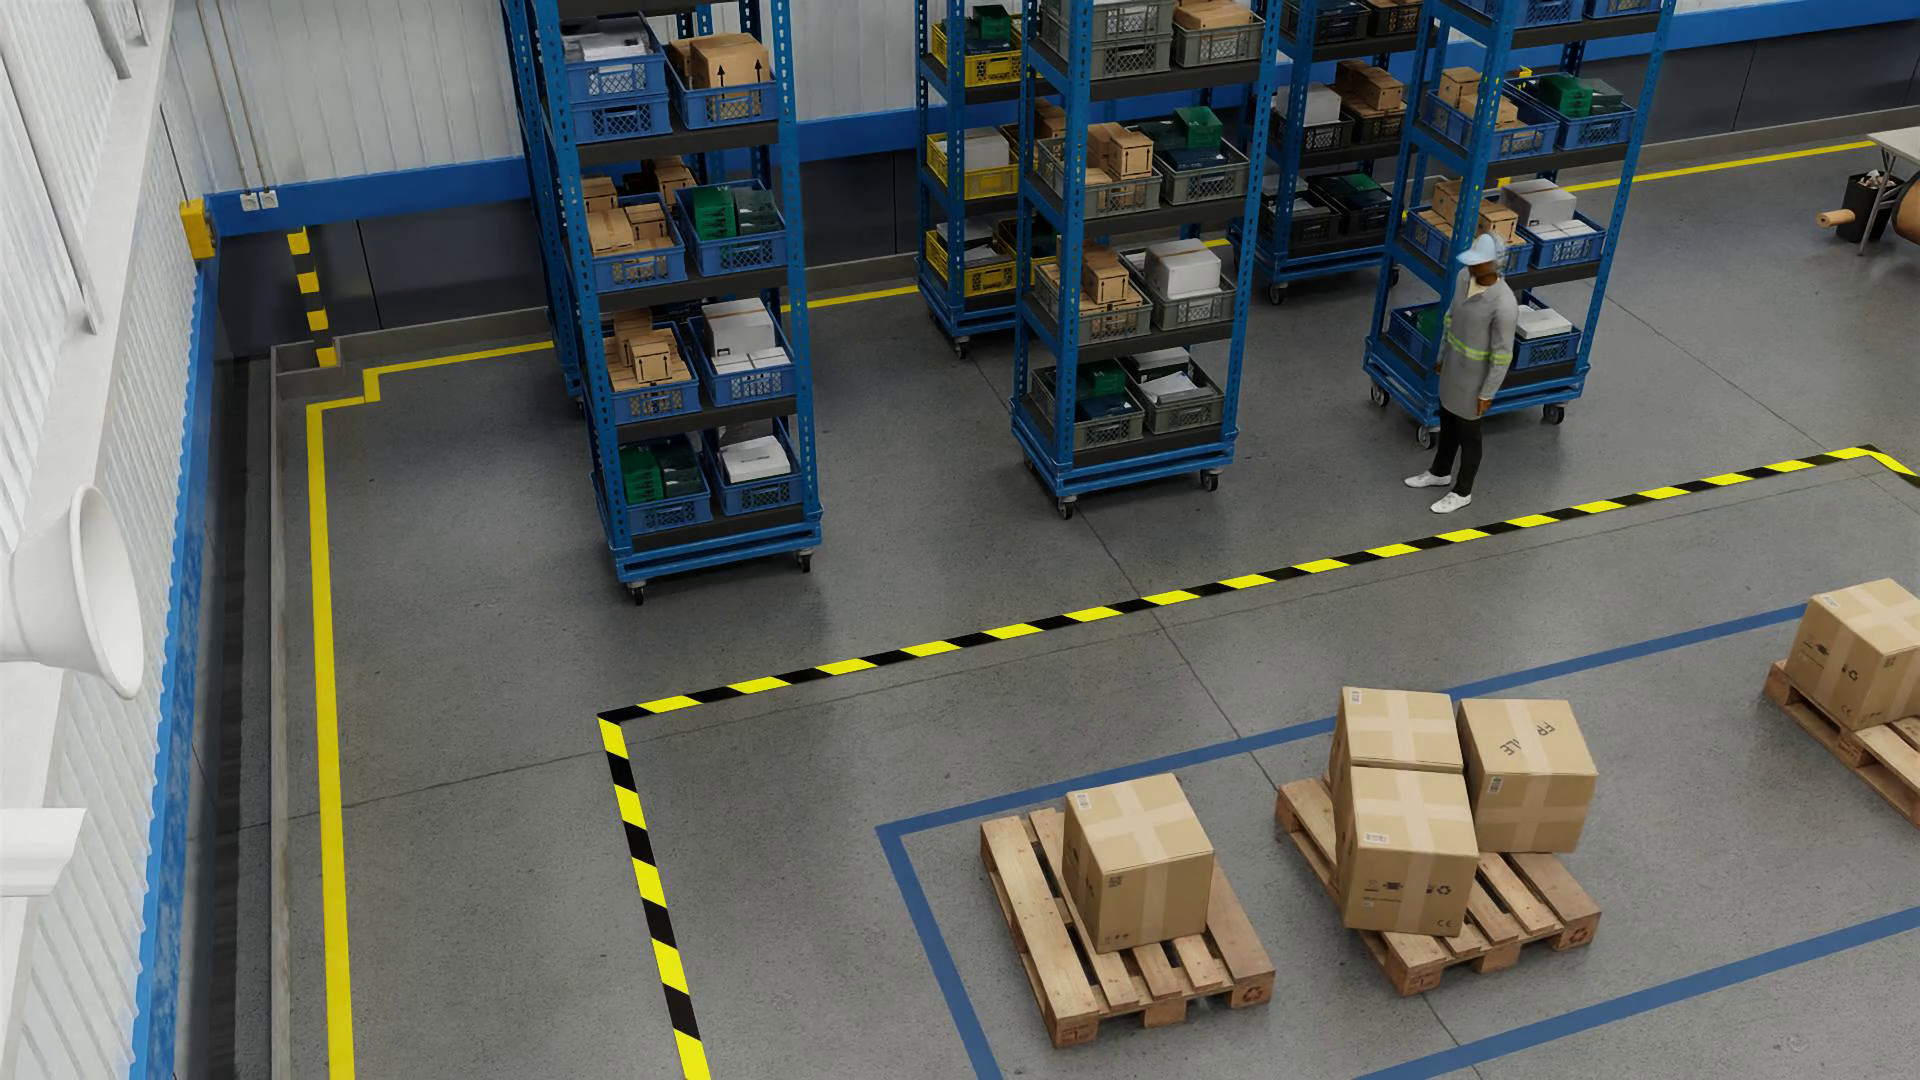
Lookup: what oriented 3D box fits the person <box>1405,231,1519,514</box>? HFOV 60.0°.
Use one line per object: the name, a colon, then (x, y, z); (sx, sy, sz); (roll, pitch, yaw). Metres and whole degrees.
person: (3.059, -1.019, 10.126); (0.389, 1.850, 0.599); (-9, 36, -13)
